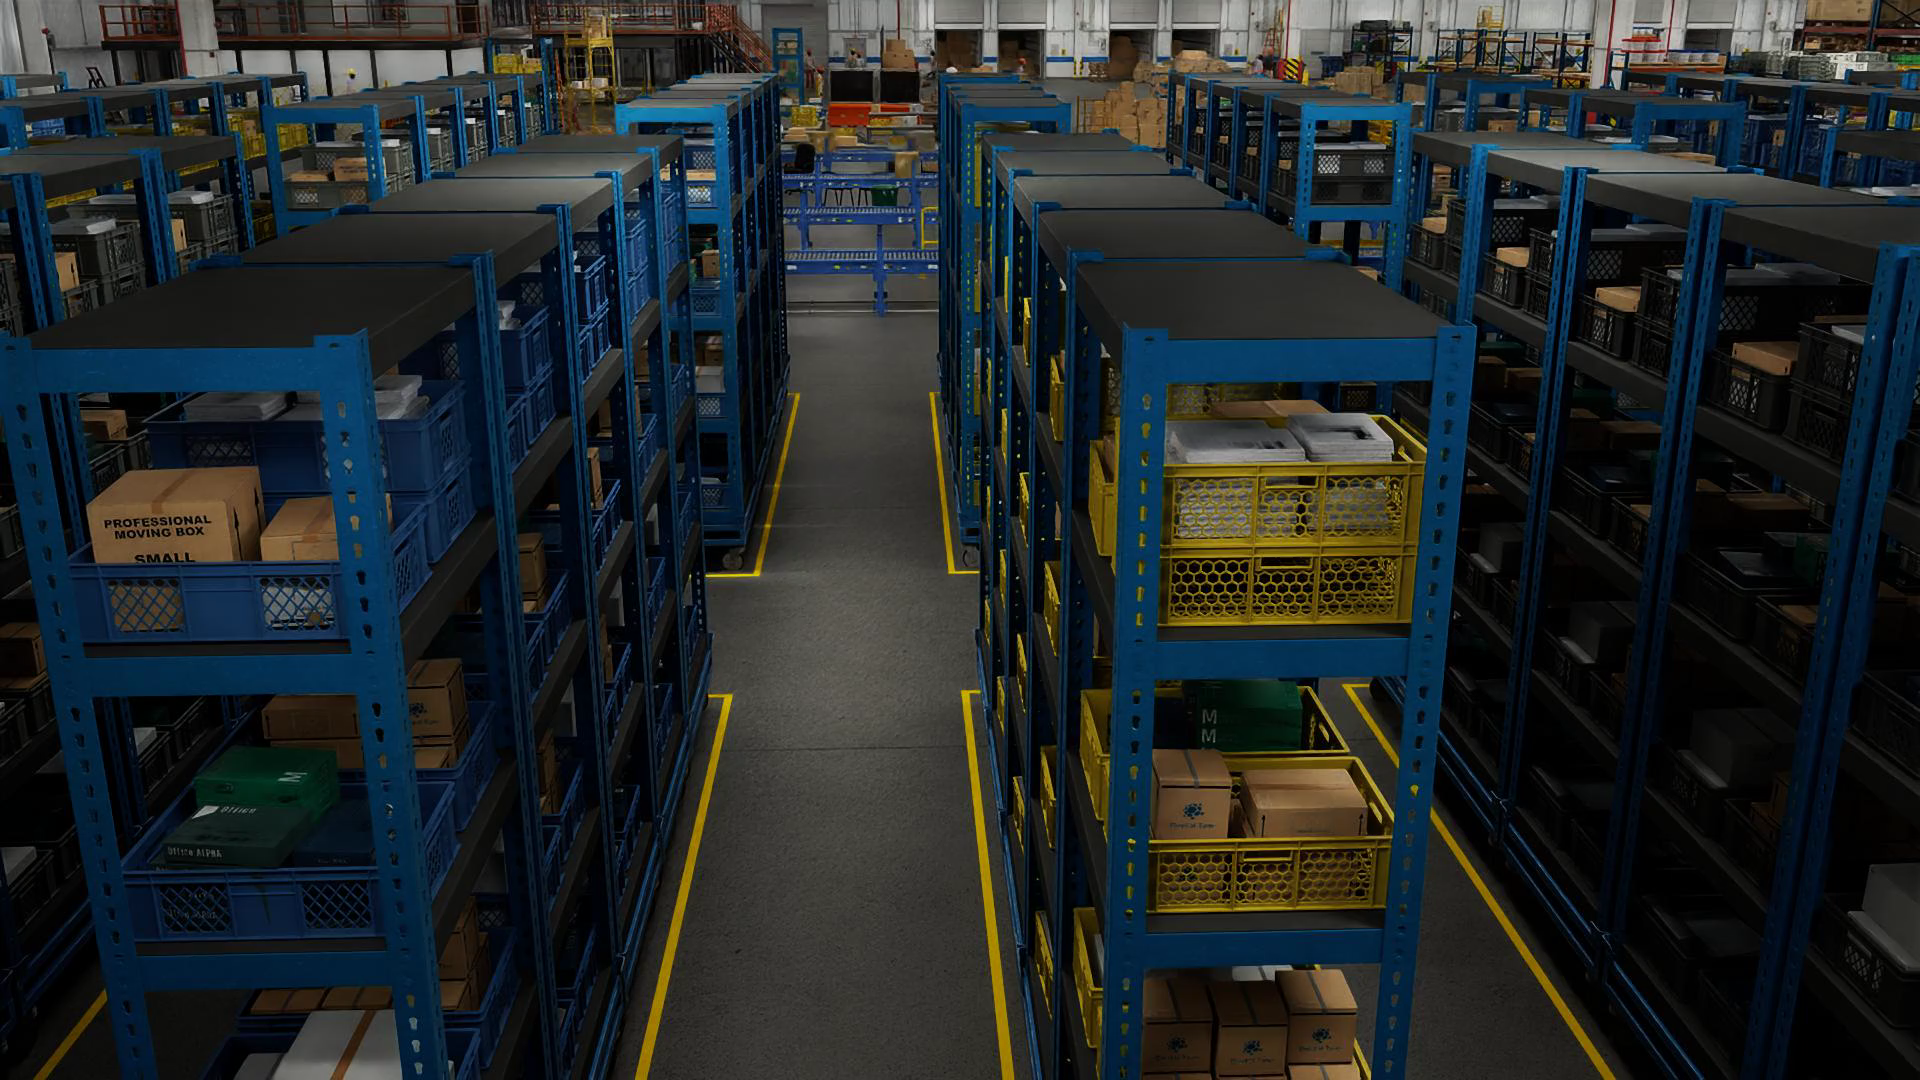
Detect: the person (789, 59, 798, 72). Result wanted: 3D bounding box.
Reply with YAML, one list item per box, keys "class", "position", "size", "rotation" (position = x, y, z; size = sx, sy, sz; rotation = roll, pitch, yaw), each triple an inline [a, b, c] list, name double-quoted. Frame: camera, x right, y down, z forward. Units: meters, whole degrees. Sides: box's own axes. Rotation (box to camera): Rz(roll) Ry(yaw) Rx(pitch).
- class: "person"
  position: [-8.948, -25.246, 89.077]
  size: [0.524, 1.827, 0.637]
  rotation: [-15, 23, -38]

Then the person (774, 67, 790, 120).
- class: "person"
  position: [-6.952, -17.120, 63.586]
  size: [1.022, 2.000, 0.693]
  rotation: [5, 19, 16]

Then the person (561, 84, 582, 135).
- class: "person"
  position: [-13.011, -14.336, 55.486]
  size: [0.911, 1.717, 0.537]
  rotation: [5, 18, 14]

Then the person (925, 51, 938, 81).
- class: "person"
  position: [-1.628, -26.897, 94.423]
  size: [0.666, 1.678, 0.540]
  rotation: [-1, 18, -3]

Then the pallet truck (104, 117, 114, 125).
- class: "pallet truck"
  position: [-18.367, -7.885, 35.078]
  size: [1.885, 1.965, 0.823]
  rotation: [1, 18, 2]

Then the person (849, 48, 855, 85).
- class: "person"
  position: [-5.867, -25.828, 90.713]
  size: [0.371, 1.929, 0.585]
  rotation: [6, 19, 17]

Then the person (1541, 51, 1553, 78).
- class: "person"
  position: [31.583, -25.337, 89.329]
  size: [0.886, 1.854, 0.581]
  rotation: [-16, 24, -41]

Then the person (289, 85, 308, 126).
- class: "person"
  position: [-22.965, -15.155, 57.759]
  size: [0.575, 1.882, 0.355]
  rotation: [-14, 22, -36]

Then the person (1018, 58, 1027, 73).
- class: "person"
  position: [2.634, -19.941, 72.385]
  size: [0.574, 1.998, 0.662]
  rotation: [1, 18, 4]

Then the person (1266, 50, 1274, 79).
- class: "person"
  position: [16.140, -24.328, 86.016]
  size: [0.938, 1.955, 0.653]
  rotation: [8, 20, 23]

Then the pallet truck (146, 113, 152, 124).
- class: "pallet truck"
  position: [-18.087, -8.309, 36.390]
  size: [1.885, 1.965, 0.823]
  rotation: [-1, 18, -4]

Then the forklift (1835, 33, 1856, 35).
- class: "forklift"
  position: [46.056, -25.071, 86.845]
  size: [1.129, 2.768, 1.873]
  rotation: [-1, 18, -2]

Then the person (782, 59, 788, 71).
- class: "person"
  position: [-9.516, -25.459, 89.889]
  size: [0.859, 1.731, 0.529]
  rotation: [-15, 23, -38]

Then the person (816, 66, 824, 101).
- class: "person"
  position: [-5.478, -17.678, 65.477]
  size: [0.362, 1.938, 0.545]
  rotation: [-3, 18, -9]

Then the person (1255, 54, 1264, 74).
- class: "person"
  position: [15.210, -23.889, 84.926]
  size: [0.940, 1.807, 0.634]
  rotation: [6, 19, 19]

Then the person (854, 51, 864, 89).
- class: "person"
  position: [-5.187, -24.161, 85.580]
  size: [0.552, 1.913, 0.776]
  rotation: [0, 18, 0]

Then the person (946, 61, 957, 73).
- class: "person"
  position: [-0.385, -19.379, 70.746]
  size: [0.629, 1.936, 0.372]
  rotation: [-15, 23, -38]

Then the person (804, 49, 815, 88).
- class: "person"
  position: [-7.861, -24.627, 86.890]
  size: [0.622, 1.993, 0.381]
  rotation: [4, 18, 12]

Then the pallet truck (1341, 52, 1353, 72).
- class: "pallet truck"
  position: [18.794, -23.123, 82.231]
  size: [0.823, 1.965, 1.885]
  rotation: [-13, 22, -35]

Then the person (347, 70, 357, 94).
- class: "person"
  position: [-22.856, -16.794, 62.837]
  size: [0.953, 1.883, 0.613]
  rotation: [-3, 18, -9]
